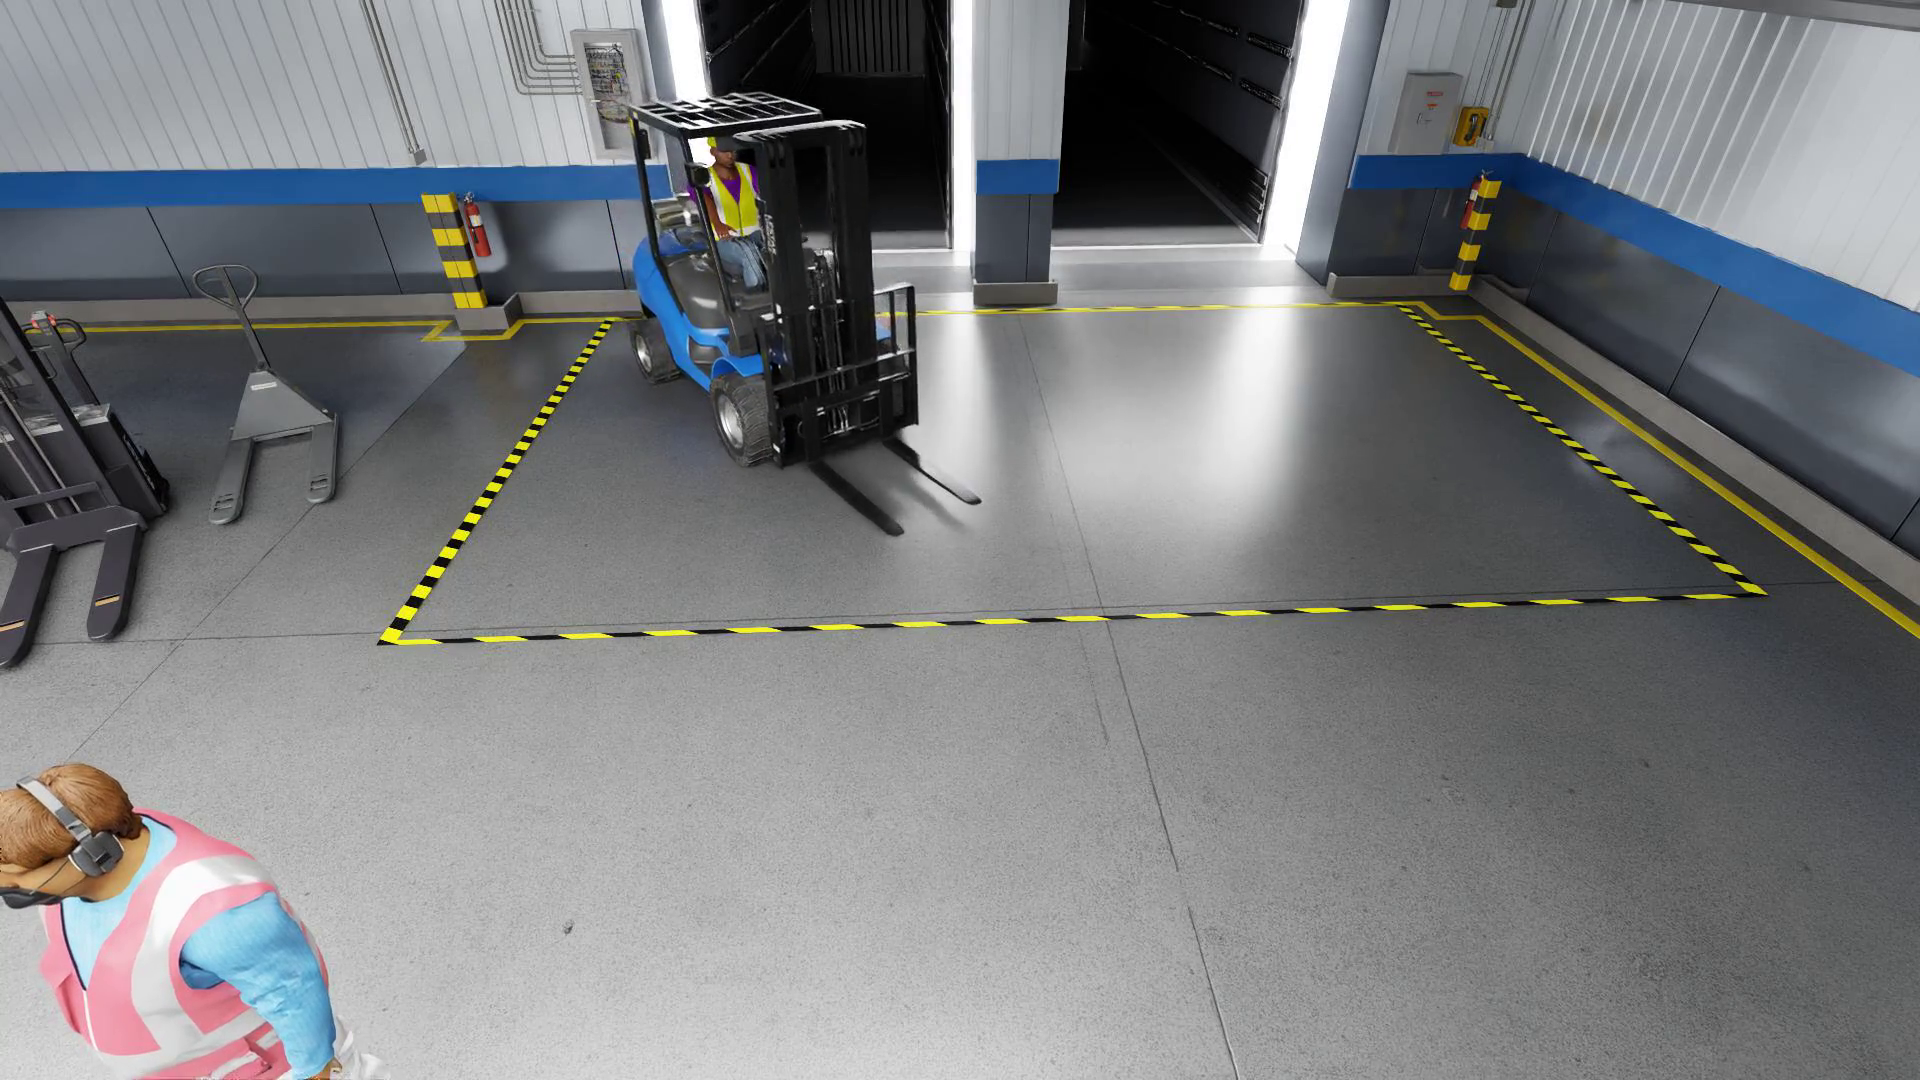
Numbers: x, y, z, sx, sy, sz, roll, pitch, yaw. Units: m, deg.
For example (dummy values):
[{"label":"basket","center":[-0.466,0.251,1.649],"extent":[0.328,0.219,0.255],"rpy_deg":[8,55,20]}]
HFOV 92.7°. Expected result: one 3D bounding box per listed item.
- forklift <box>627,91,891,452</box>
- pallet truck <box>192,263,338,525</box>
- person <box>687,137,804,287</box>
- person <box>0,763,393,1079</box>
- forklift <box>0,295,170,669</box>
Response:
[{"label":"forklift","center":[-1.524,-2.074,6.660],"extent":[1.157,2.036,2.680],"rpy_deg":[-22,41,-29]},{"label":"pallet truck","center":[-4.778,-1.027,6.128],"extent":[0.680,1.201,1.601],"rpy_deg":[-17,38,-23]},{"label":"person","center":[-1.495,-2.198,6.509],"extent":[0.635,1.294,1.004],"rpy_deg":[-22,41,-29]},{"label":"person","center":[-1.847,1.238,2.346],"extent":[0.622,1.844,0.431],"rpy_deg":[13,37,18]},{"label":"forklift","center":[-5.212,-0.618,4.878],"extent":[0.823,1.965,1.885],"rpy_deg":[-20,39,-26]}]
